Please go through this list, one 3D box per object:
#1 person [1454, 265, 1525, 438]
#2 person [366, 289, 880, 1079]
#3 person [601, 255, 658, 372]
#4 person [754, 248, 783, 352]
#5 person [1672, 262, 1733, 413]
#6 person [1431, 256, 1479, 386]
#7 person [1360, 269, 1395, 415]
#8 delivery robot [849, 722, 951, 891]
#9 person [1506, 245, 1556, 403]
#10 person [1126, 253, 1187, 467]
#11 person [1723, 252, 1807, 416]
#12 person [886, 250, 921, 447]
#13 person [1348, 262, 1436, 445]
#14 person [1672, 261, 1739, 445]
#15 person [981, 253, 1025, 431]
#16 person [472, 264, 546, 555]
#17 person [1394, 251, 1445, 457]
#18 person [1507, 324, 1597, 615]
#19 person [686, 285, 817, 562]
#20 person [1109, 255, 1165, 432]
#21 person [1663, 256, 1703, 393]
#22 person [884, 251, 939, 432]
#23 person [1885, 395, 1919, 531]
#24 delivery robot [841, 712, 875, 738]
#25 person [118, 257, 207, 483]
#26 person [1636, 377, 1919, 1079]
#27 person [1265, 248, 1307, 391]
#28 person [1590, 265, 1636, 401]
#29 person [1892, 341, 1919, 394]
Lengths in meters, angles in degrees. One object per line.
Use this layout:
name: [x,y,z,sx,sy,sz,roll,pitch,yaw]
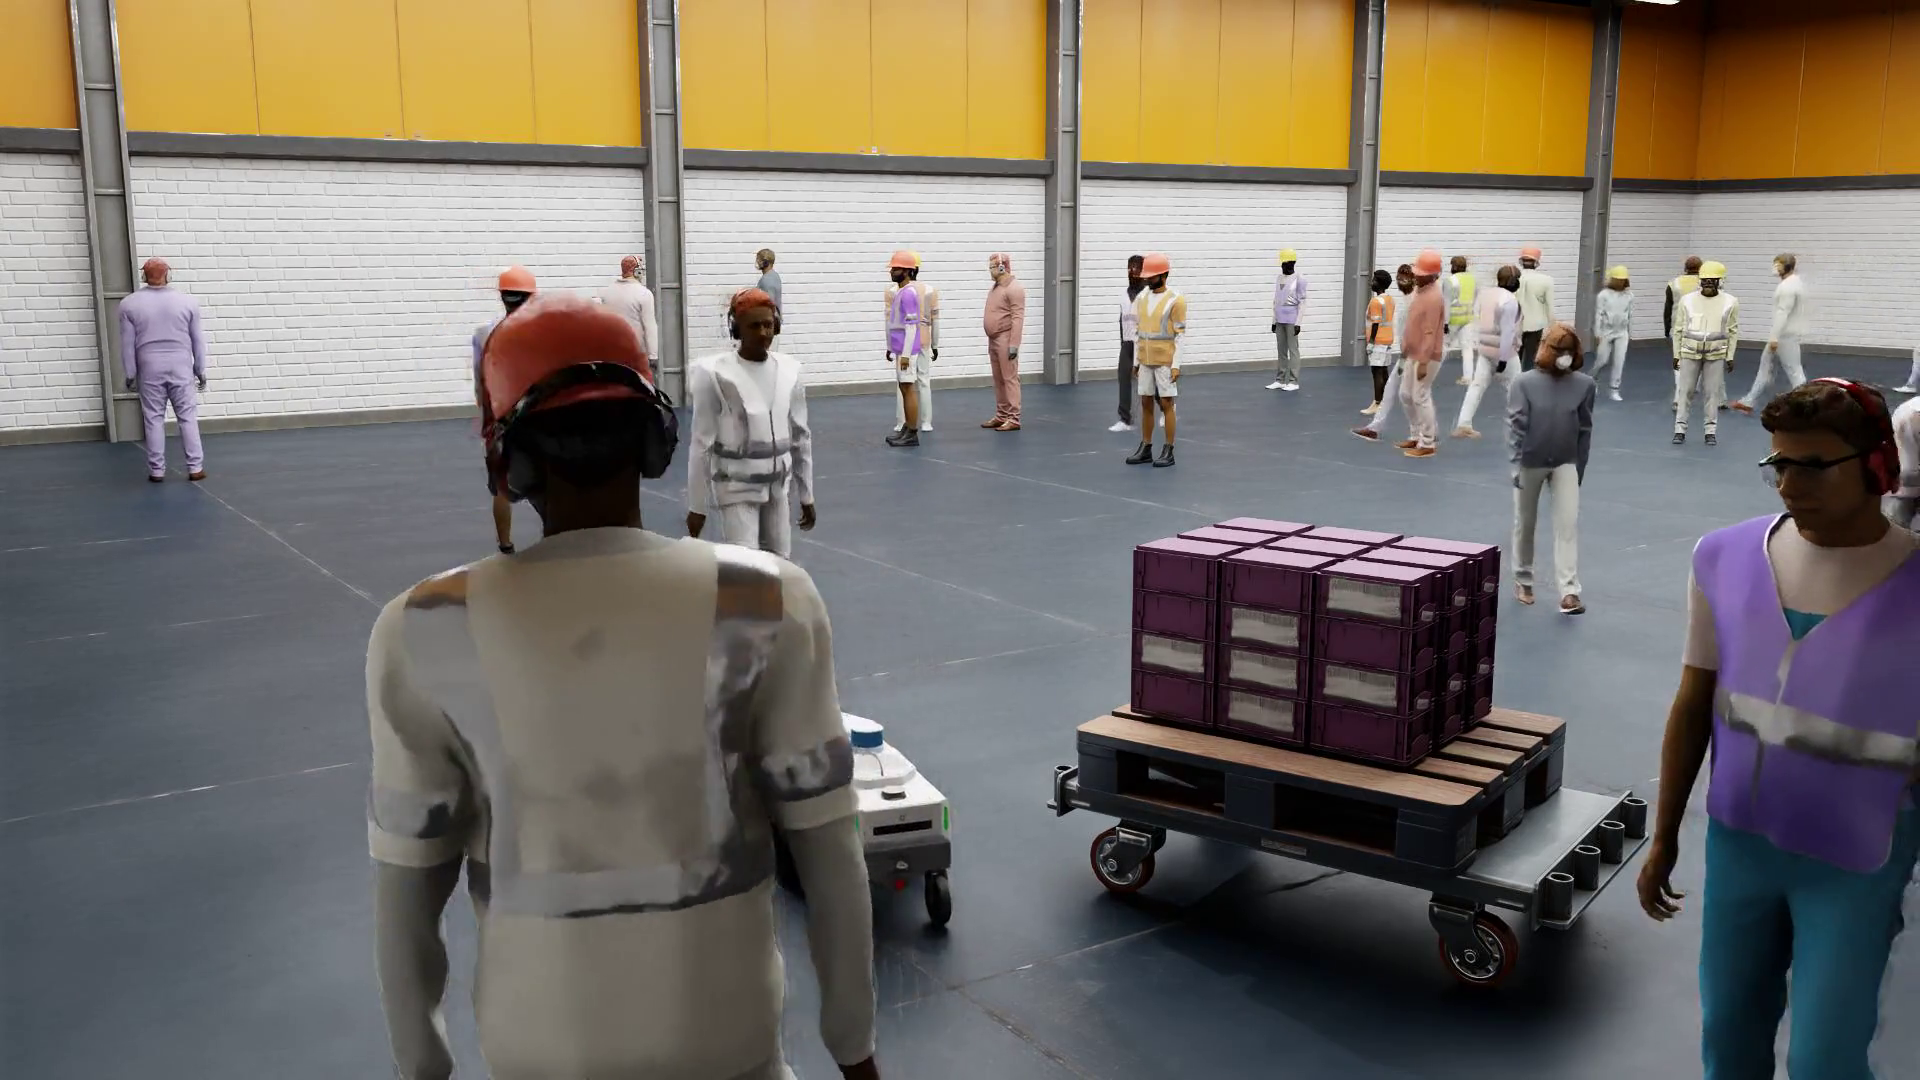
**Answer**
person: [5.587,-1.929,17.159,0.984,1.794,0.616,-3,11,-15]
person: [-0.452,0.672,2.287,0.673,2.016,0.607,-2,10,-8]
person: [-3.221,-1.854,16.433,0.646,1.902,0.399,6,12,30]
person: [-2.367,-2.615,20.490,0.372,1.940,0.631,0,10,0]
person: [8.790,-2.372,19.608,0.959,1.787,0.600,-6,12,-29]
person: [6.942,-3.087,23.449,0.659,1.795,0.933,-5,11,-25]
person: [4.899,-2.308,19.458,0.317,1.700,0.538,7,12,32]
delivery robot: [-0.288,0.817,5.212,0.477,0.478,0.707,-4,11,-20]
person: [6.937,-2.601,20.301,0.620,1.976,0.442,7,13,34]
person: [1.774,-1.623,15.079,0.543,1.928,0.374,10,14,43]
person: [9.279,-2.316,18.972,0.985,1.891,0.641,5,12,27]
person: [-0.567,-1.901,16.561,0.342,1.942,0.552,-1,10,-8]
person: [4.367,-1.849,16.624,0.931,1.816,0.561,1,10,6]
person: [7.449,-1.864,16.655,0.588,1.835,0.403,4,11,23]
person: [0.446,-2.122,17.890,0.401,1.900,0.646,-4,11,-21]
person: [-2.749,-0.768,10.467,0.568,1.891,0.950,1,10,4]
person: [4.329,-1.723,15.593,0.400,1.938,0.687,0,10,-1]
person: [3.256,-0.377,9.162,0.496,1.591,0.831,1,10,5]
person: [-0.975,-0.205,7.477,0.528,1.874,0.592,9,13,39]
person: [1.969,-2.123,17.931,0.839,1.887,0.598,-10,14,-43]
person: [9.654,-2.831,21.989,0.662,1.818,0.728,5,12,26]
person: [-0.512,-2.095,17.669,0.587,1.928,0.363,-1,10,-8]
person: [3.497,0.092,5.779,0.554,1.903,0.951,8,13,36]
delivery robot: [-0.635,0.699,5.857,0.707,0.478,0.477,9,14,41]
person: [-6.756,-1.441,14.145,0.651,1.904,0.403,-5,11,-25]
person: [1.608,0.603,3.153,0.437,1.824,0.567,-7,12,-32]
person: [4.441,-2.989,22.567,0.361,1.929,0.586,-6,12,-30]
person: [8.366,-2.659,21.357,0.487,1.724,0.618,0,10,3]
person: [12.668,-2.749,21.753,0.557,1.734,0.771,-8,13,-38]
